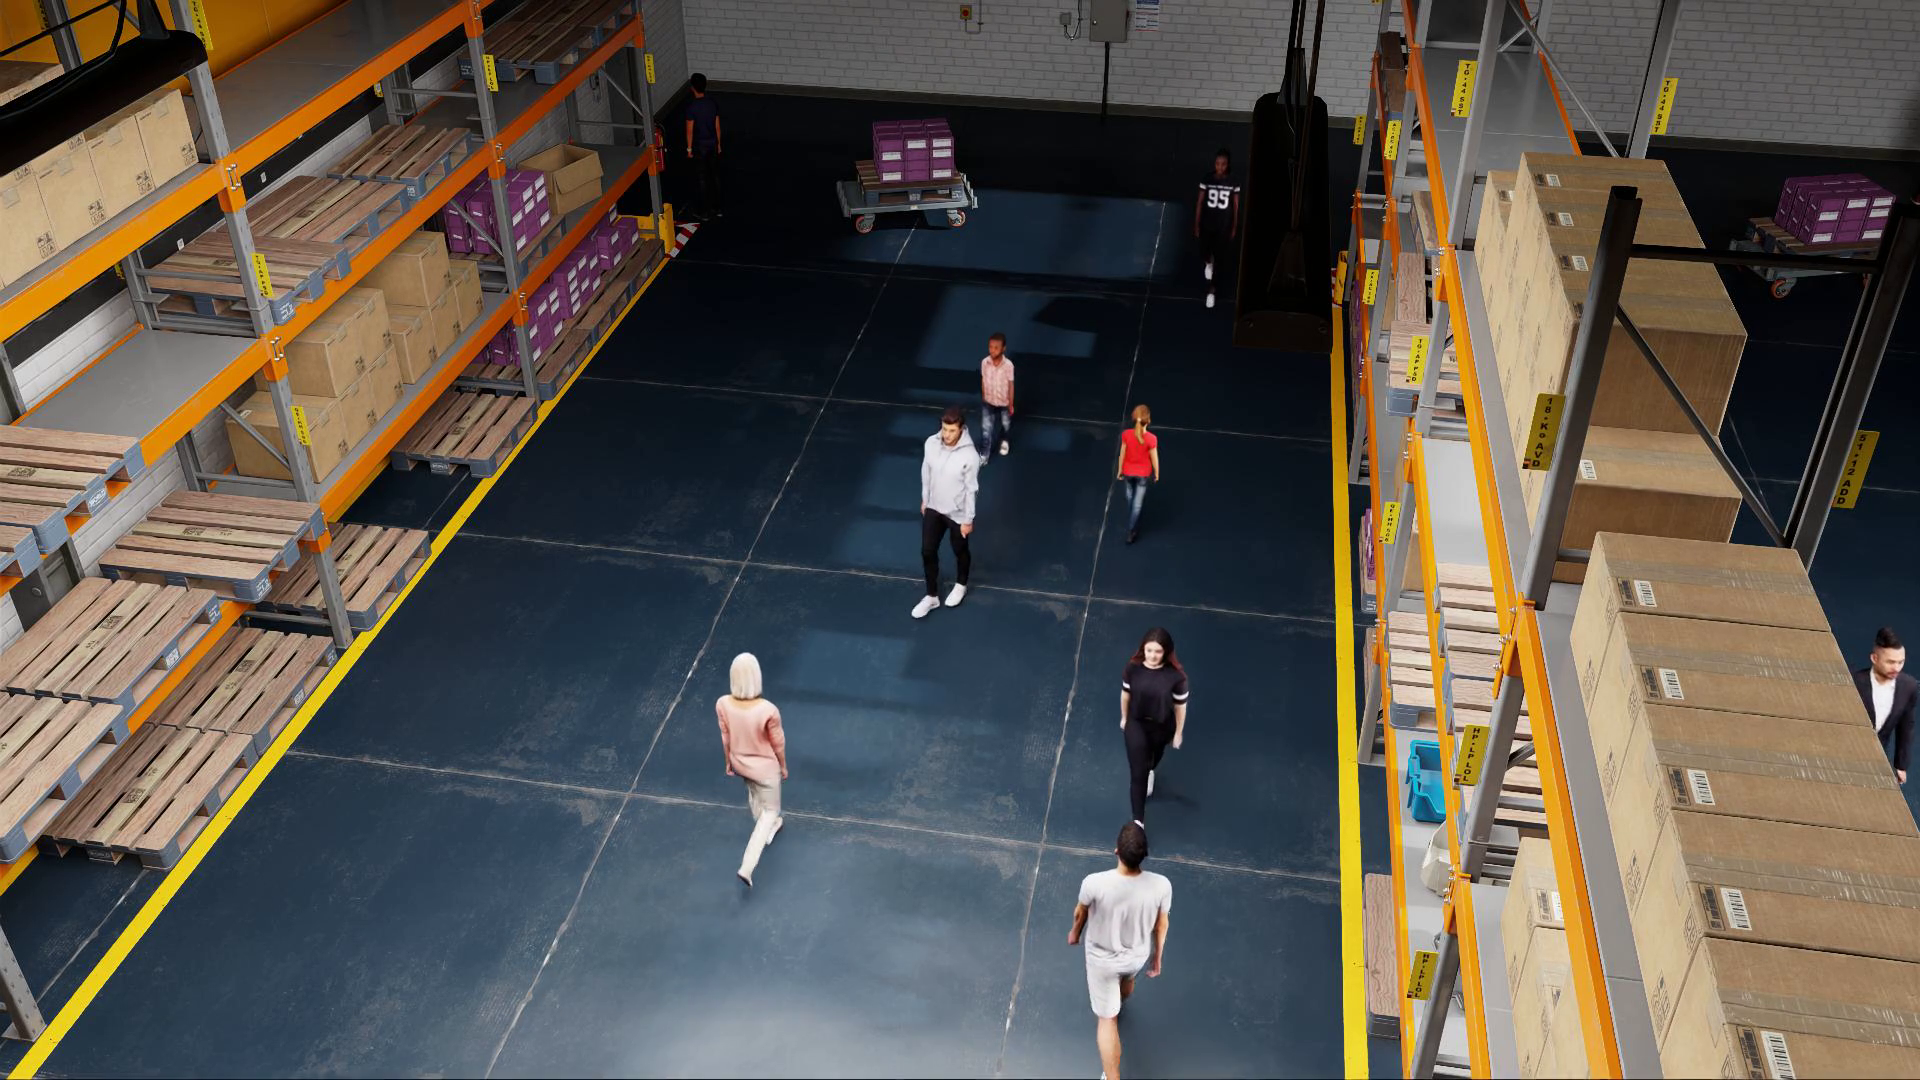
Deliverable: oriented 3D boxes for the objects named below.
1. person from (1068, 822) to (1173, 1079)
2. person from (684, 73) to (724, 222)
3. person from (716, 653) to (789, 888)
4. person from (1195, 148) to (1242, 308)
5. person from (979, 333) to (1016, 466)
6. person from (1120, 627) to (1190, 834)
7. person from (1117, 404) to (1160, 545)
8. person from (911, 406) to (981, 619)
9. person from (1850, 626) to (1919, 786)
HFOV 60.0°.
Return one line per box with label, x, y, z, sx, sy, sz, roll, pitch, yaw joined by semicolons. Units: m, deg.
person;0.903;2.421;9.460;0.928;1.813;1.289;-3;34;-5
person;-3.129;-4.821;20.376;0.679;1.791;0.765;-26;41;-33
person;-1.362;1.514;10.925;0.698;1.703;1.057;10;35;14
person;2.853;-3.516;18.486;0.644;1.709;1.064;7;34;11
person;0.385;-1.356;15.627;0.583;1.277;0.880;9;35;14
person;1.335;1.232;11.452;0.621;1.588;1.073;7;34;10
person;1.508;-0.544;14.390;0.621;1.293;0.803;15;36;21
person;-0.024;-0.300;13.472;0.853;1.904;0.955;17;37;24
person;5.887;1.330;11.023;0.921;1.901;1.311;-2;34;-3
